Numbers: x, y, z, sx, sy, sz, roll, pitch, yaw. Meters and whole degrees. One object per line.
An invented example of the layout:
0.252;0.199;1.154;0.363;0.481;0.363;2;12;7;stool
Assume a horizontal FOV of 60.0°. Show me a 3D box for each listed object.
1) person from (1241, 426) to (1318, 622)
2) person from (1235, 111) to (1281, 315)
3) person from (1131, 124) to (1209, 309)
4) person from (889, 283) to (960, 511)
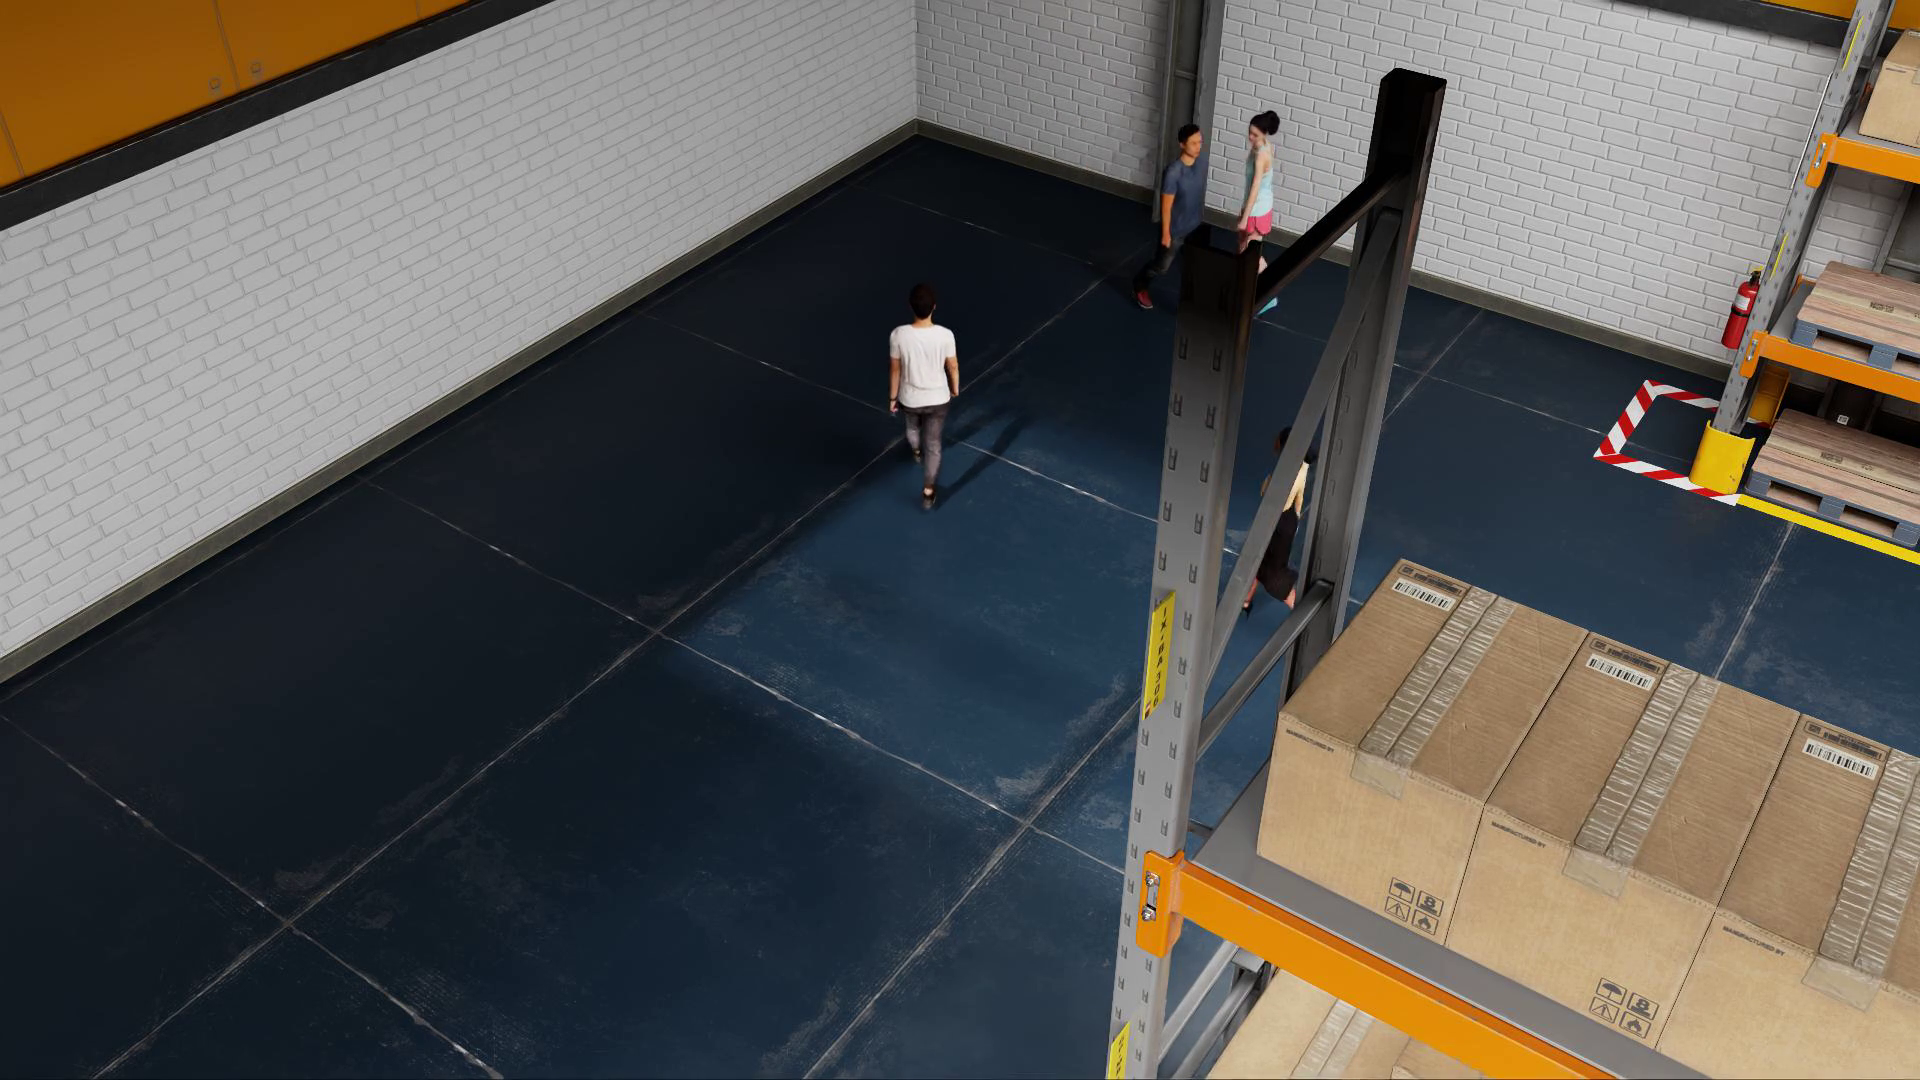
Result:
2.105;0.003;10.729;0.972;1.624;0.578;23;44;26;person
2.508;-2.821;14.162;0.872;1.753;0.866;18;42;21;person
1.773;-2.644;13.926;0.899;1.771;1.224;-26;45;-29;person
-0.263;-0.997;11.937;1.121;1.679;1.067;2;39;2;person
